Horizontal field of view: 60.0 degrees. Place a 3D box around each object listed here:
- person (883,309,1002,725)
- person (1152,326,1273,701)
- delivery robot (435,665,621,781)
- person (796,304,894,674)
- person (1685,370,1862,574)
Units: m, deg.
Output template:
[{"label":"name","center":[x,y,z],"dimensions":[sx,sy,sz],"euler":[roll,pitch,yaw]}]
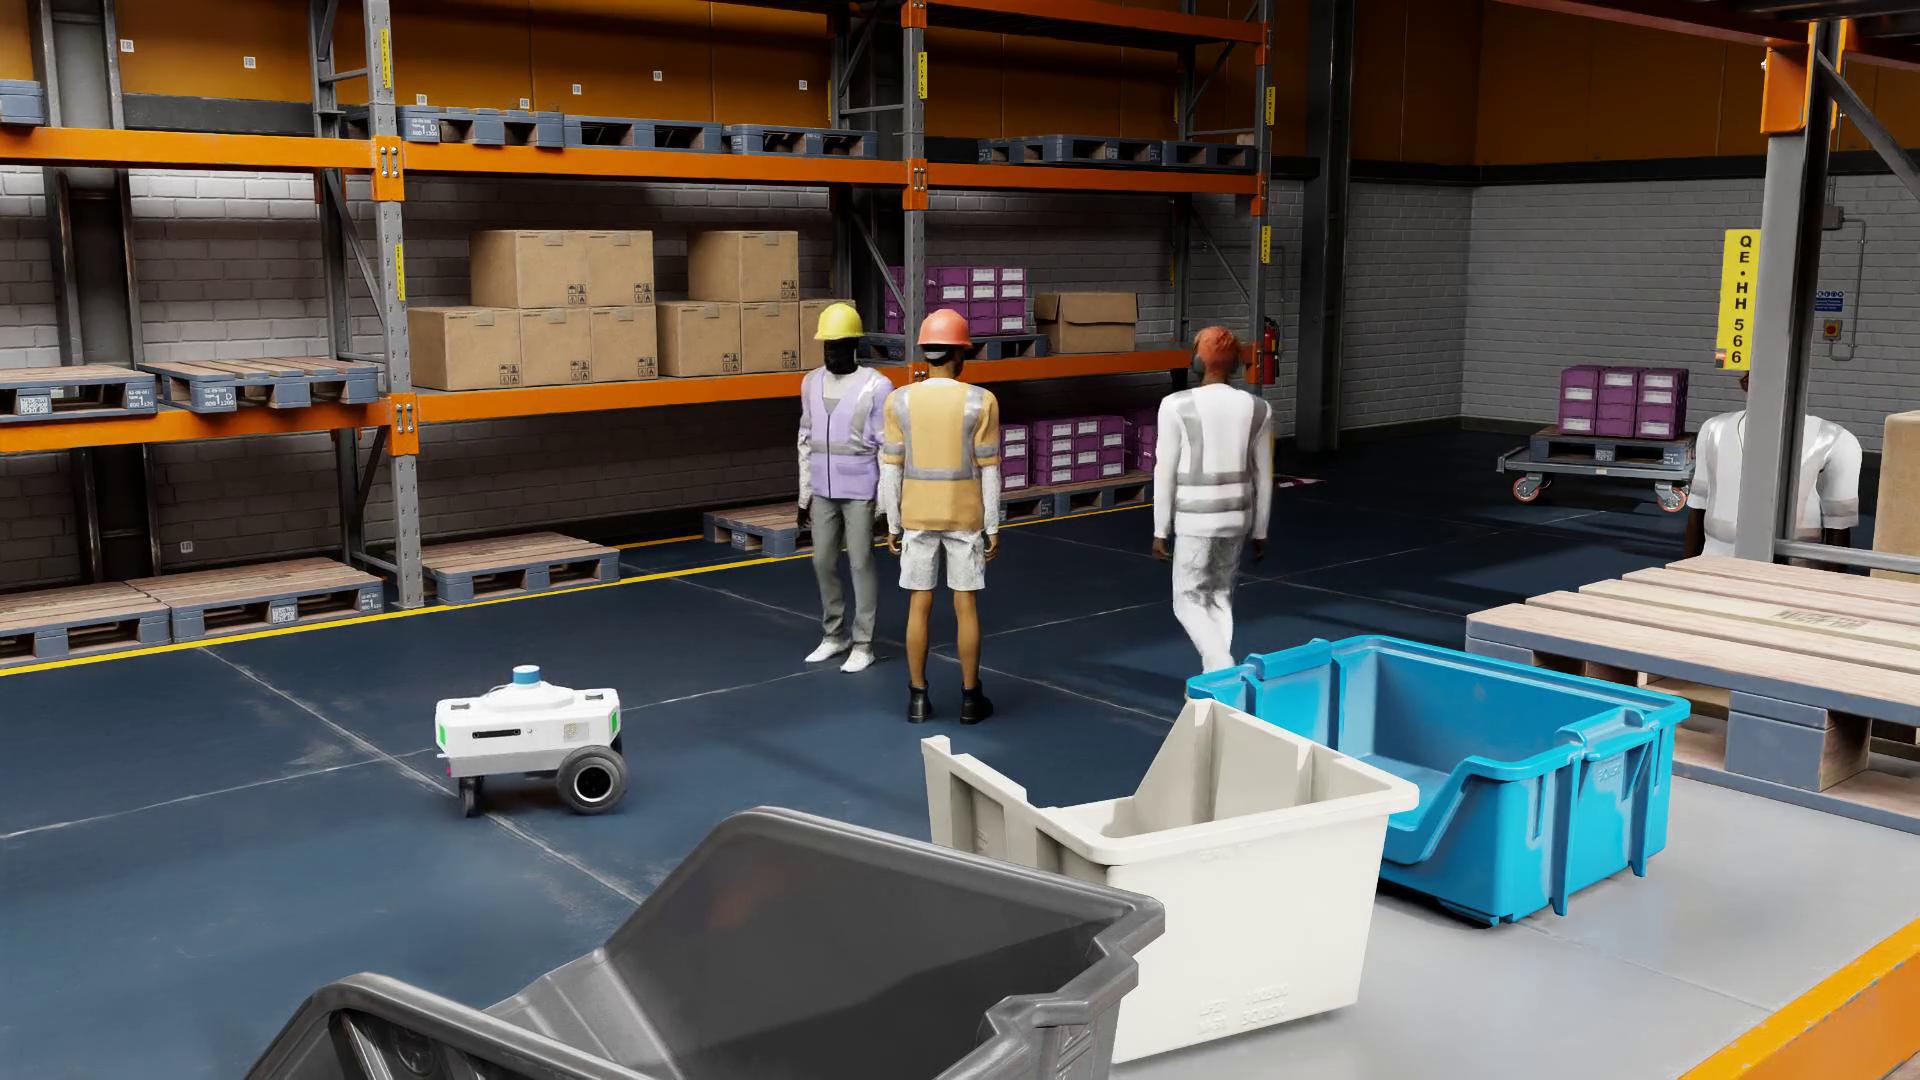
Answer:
[{"label":"person","center":[-0.077,-0.102,7.757],"dimensions":[0.549,1.933,0.373],"euler":[2,10,9]},{"label":"person","center":[1.209,-0.058,7.724],"dimensions":[0.584,1.862,0.705],"euler":[-3,11,-19]},{"label":"delivery robot","center":[-1.719,0.744,6.622],"dimensions":[0.707,0.478,0.477],"euler":[-3,10,-15]},{"label":"person","center":[-0.601,-0.265,8.727],"dimensions":[0.634,1.932,0.446],"euler":[6,12,31]},{"label":"person","center":[2.926,0.181,6.105],"dimensions":[0.378,1.959,0.604],"euler":[-9,13,-40]}]
